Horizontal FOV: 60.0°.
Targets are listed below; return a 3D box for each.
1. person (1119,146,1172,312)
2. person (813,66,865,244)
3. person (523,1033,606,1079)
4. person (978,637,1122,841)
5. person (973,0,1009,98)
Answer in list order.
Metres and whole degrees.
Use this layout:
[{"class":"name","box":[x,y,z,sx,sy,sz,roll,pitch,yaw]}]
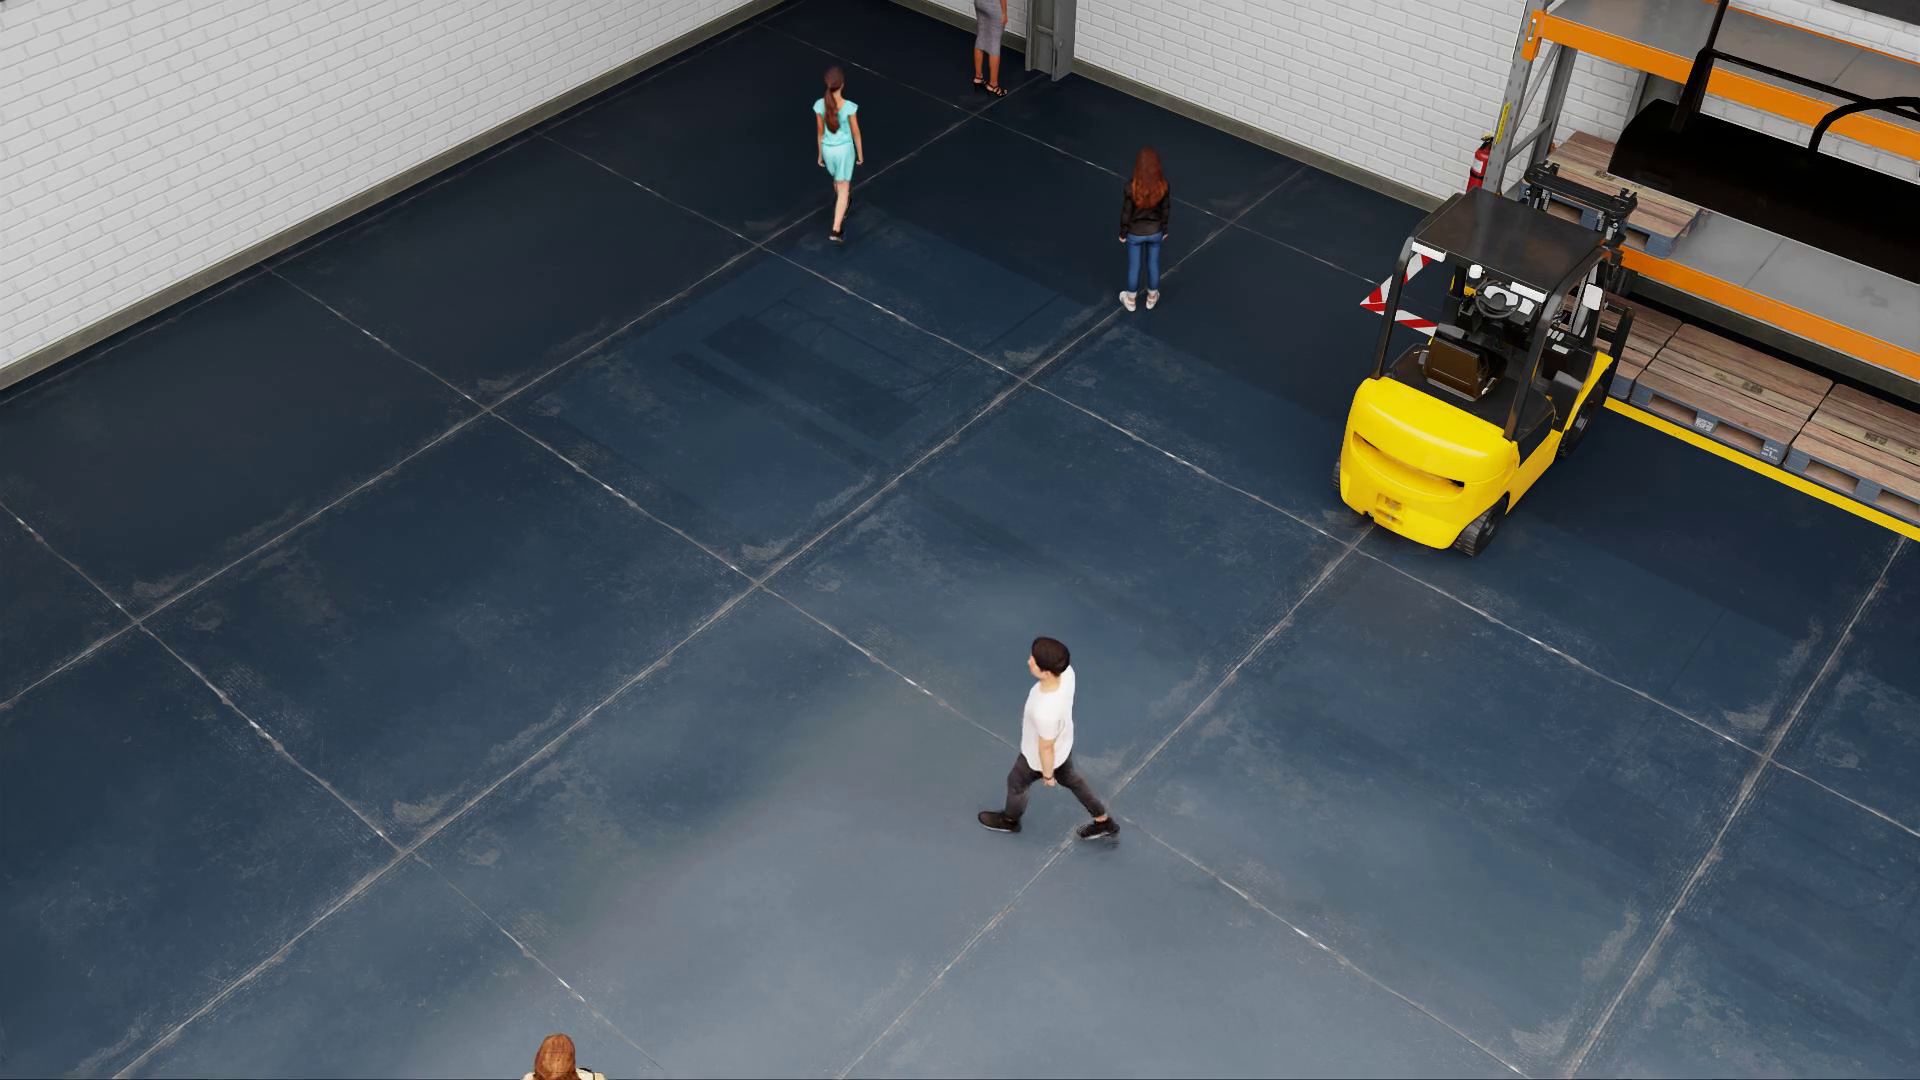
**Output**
[{"class":"person","box":[1.508,-2.527,13.555,0.637,1.483,0.692,-4,44,-5]},{"class":"person","box":[-1.063,-3.296,14.329,1.074,1.529,0.958,10,44,10]},{"class":"person","box":[-1.823,2.874,7.812,1.026,1.586,1.115,-5,44,-5]},{"class":"person","box":[0.580,1.177,9.518,1.165,1.689,0.862,15,46,15]},{"class":"person","box":[0.284,-5.141,16.084,0.679,1.781,0.511,-29,51,-27]}]
